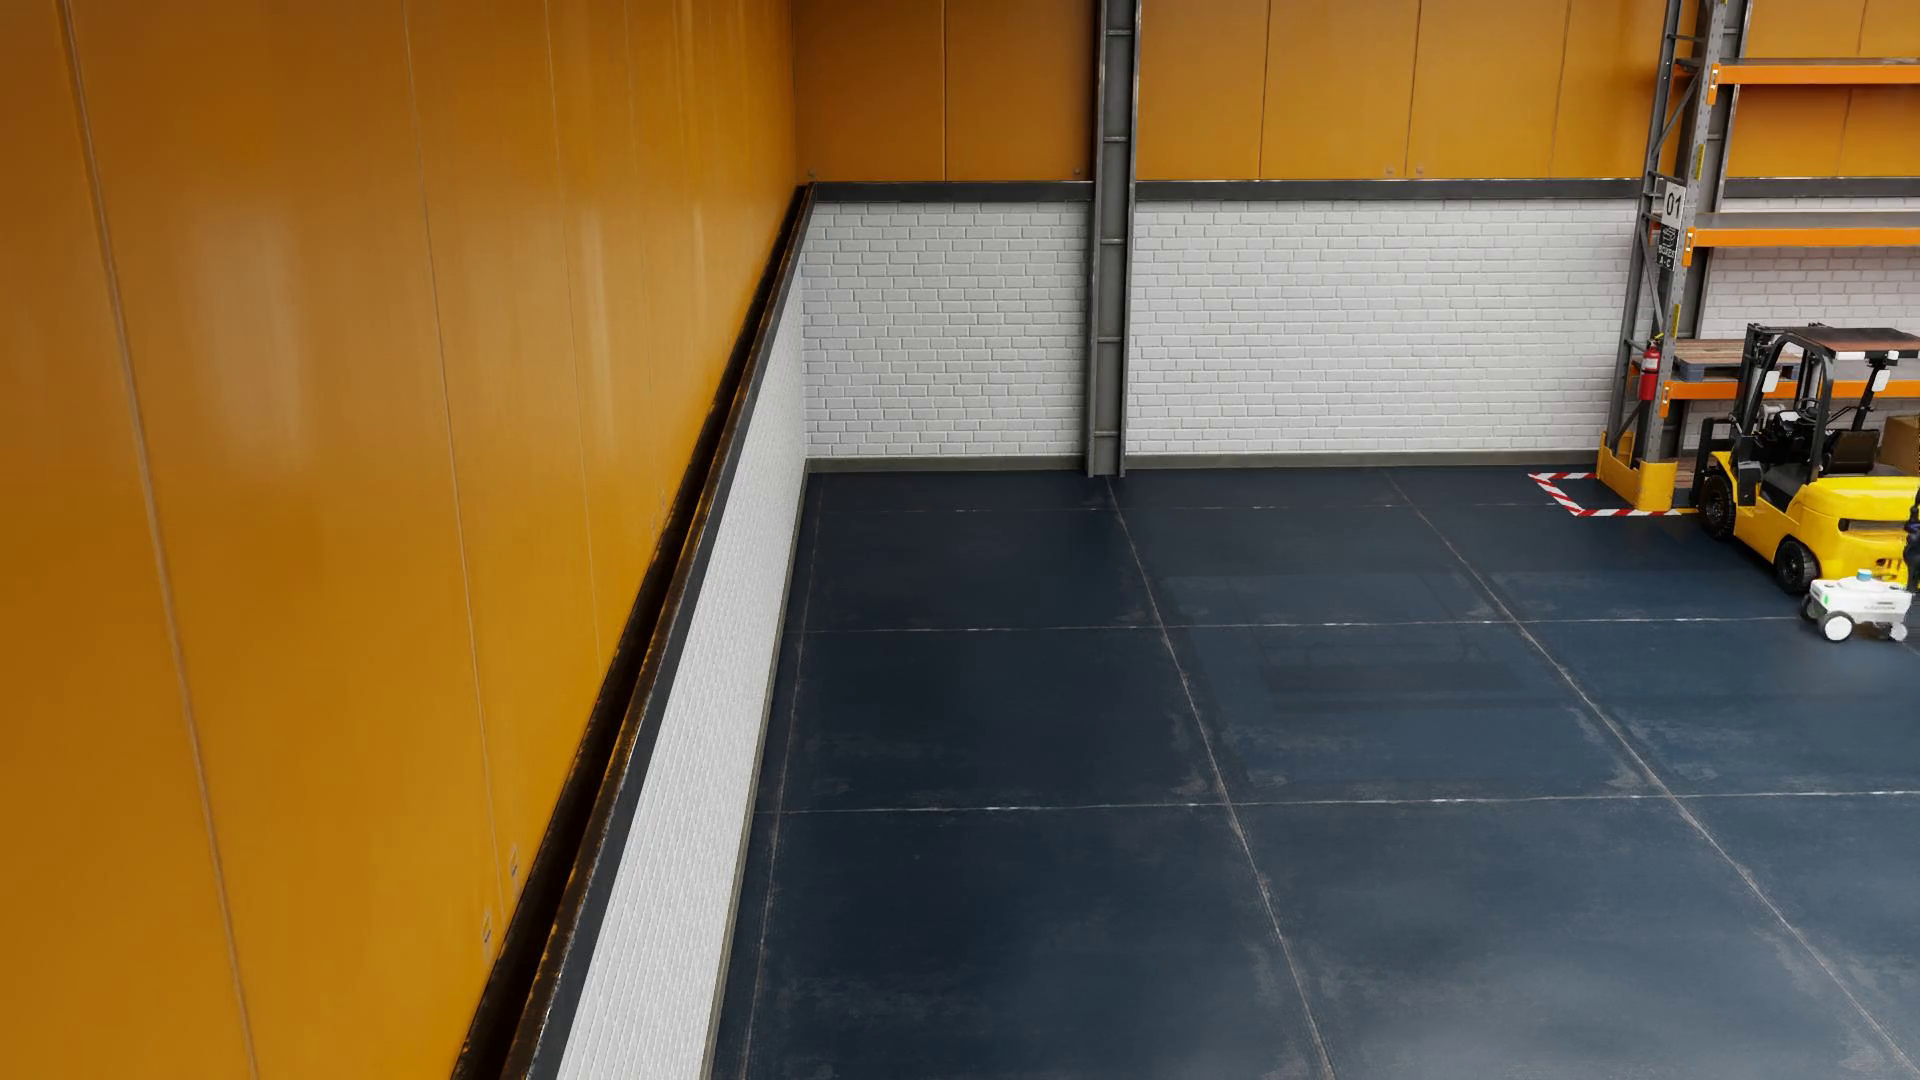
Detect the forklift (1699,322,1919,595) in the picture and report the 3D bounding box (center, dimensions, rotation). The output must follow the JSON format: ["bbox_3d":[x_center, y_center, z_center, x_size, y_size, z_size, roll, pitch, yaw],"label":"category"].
[{"bbox_3d":[7.809,-0.792,14.926,1.214,2.155,2.313,-1,20,-2],"label":"forklift"}]

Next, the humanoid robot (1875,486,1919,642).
[{"bbox_3d":[7.792,0.083,13.336,0.575,1.656,0.610,-6,21,-15],"label":"humanoid robot"}]

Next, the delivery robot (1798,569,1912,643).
[{"bbox_3d":[7.377,0.538,13.697,0.805,0.606,0.499,2,20,5],"label":"delivery robot"}]
